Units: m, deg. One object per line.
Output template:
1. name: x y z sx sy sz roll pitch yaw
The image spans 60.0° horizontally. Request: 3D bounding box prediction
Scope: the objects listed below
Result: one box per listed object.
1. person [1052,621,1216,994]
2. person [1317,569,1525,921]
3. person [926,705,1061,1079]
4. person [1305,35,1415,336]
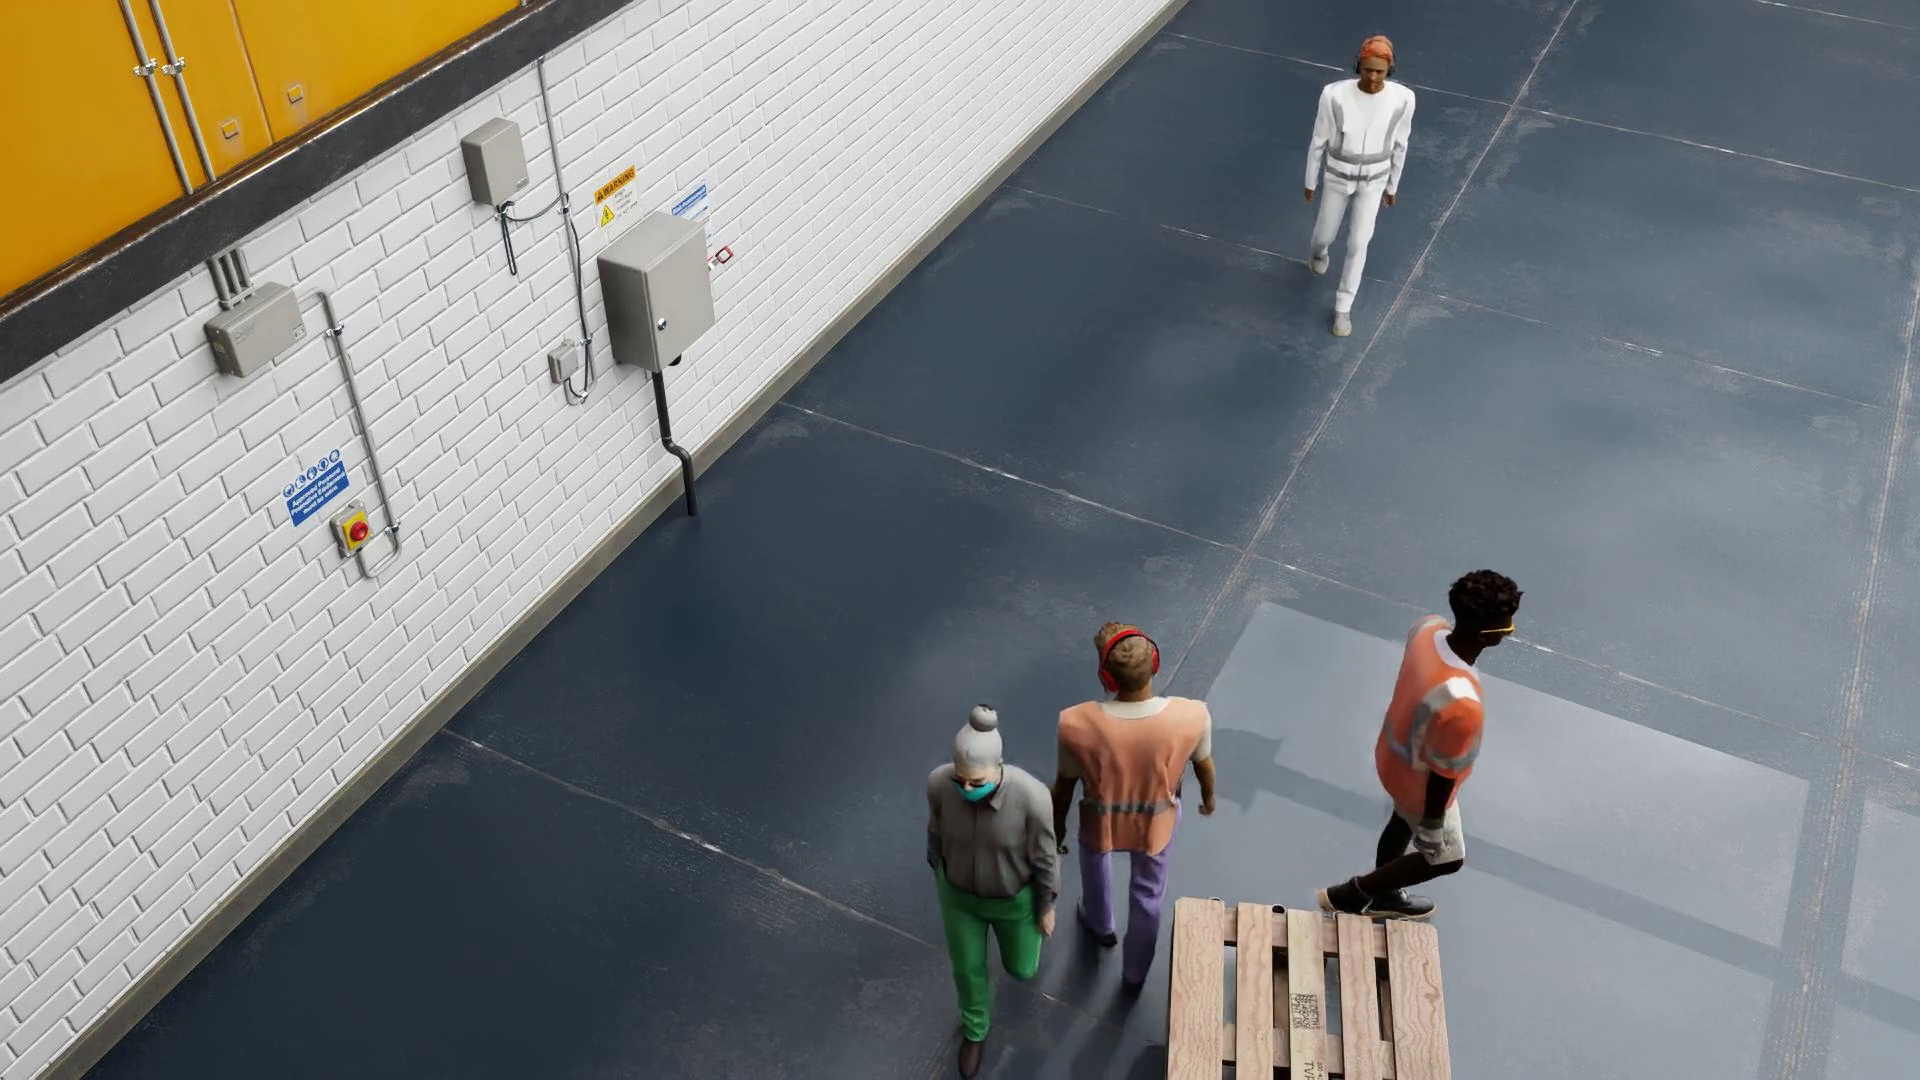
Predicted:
1. person: 0.679 1.042 6.438 0.648 1.822 0.545 3 41 3
2. person: 1.800 0.900 6.504 0.480 1.949 0.646 0 41 0
3. person: 0.126 1.235 6.214 0.522 1.822 0.628 9 42 10
4. person: 2.409 -2.226 10.203 0.580 1.865 0.724 4 41 5
